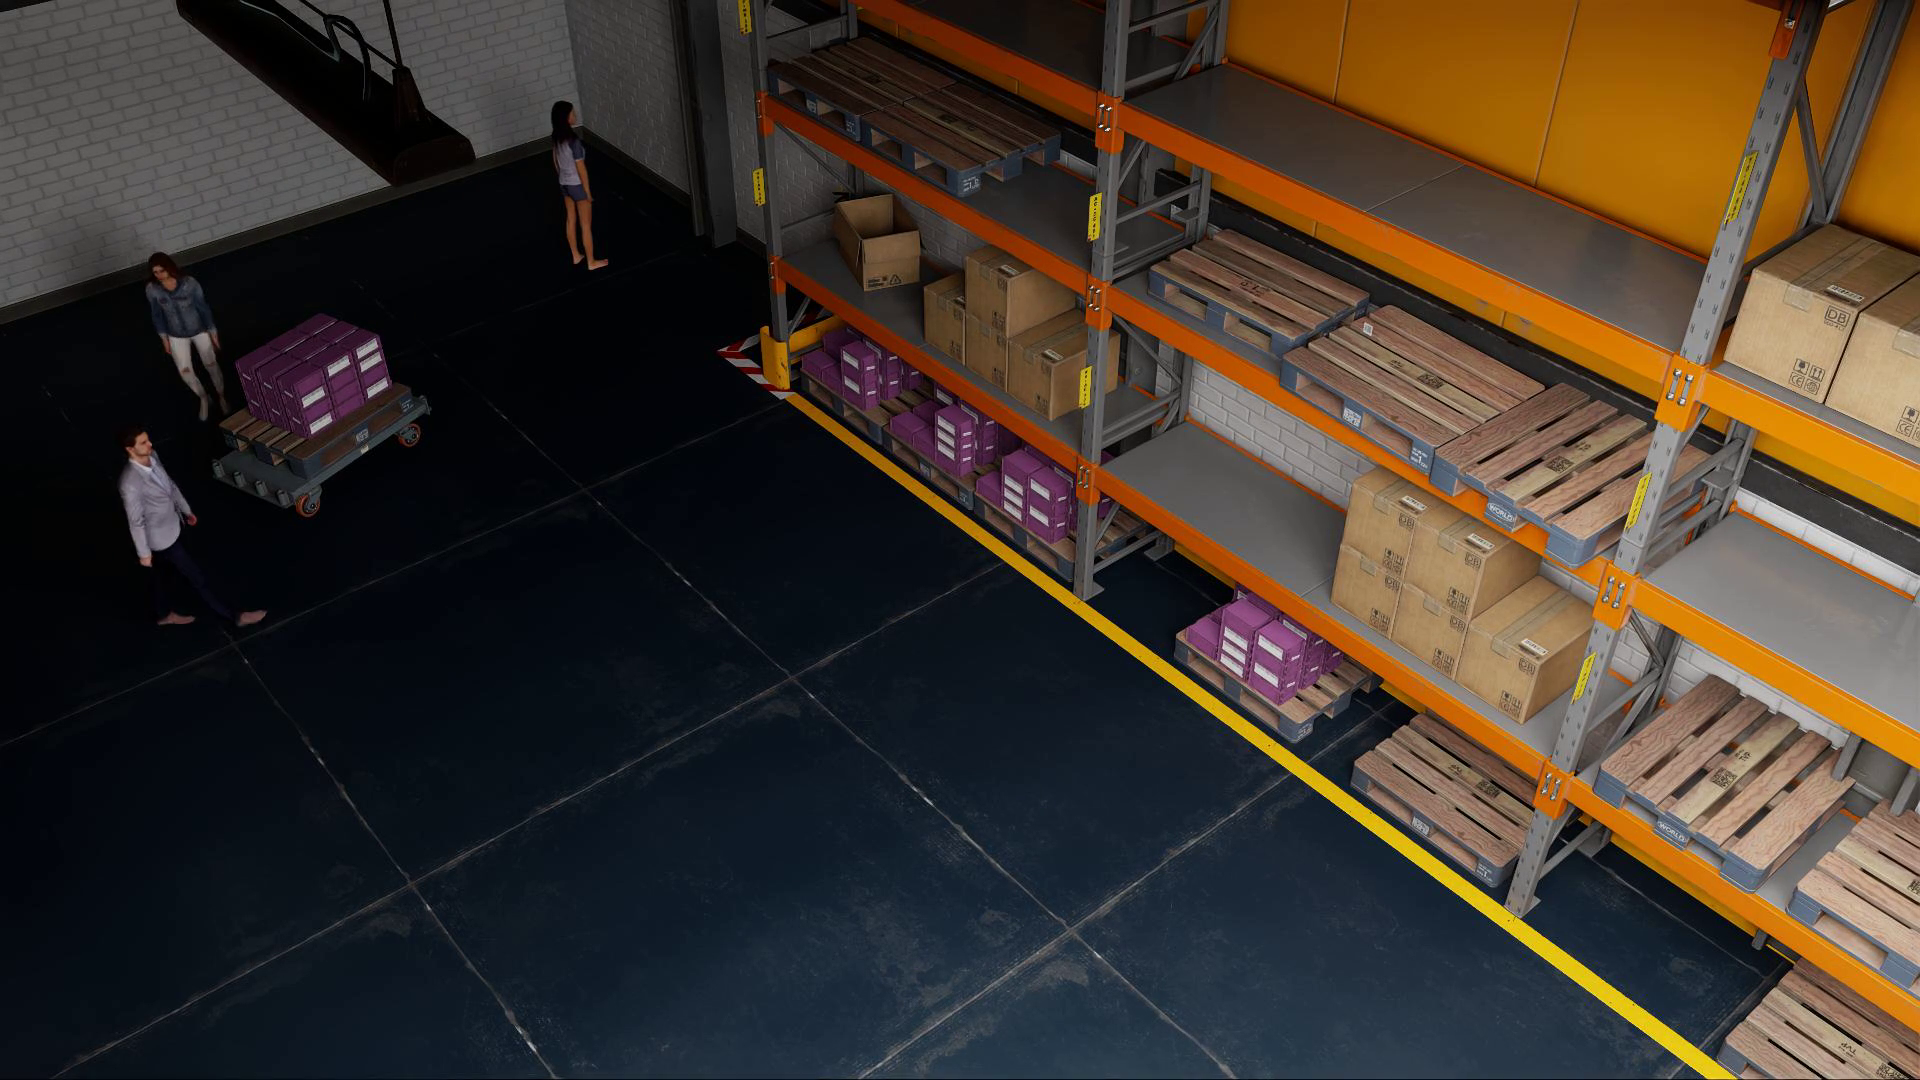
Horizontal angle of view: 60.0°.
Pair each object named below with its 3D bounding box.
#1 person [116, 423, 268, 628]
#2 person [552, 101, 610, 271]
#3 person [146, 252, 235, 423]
[{"bbox_3d":[-5.883,-0.053,12.085,1.148,1.816,1.179,-4,39,-5],"label":"person"},{"bbox_3d":[-3.820,-3.515,16.488,0.496,1.731,0.674,29,47,31],"label":"person"},{"bbox_3d":[-6.674,-1.813,14.397,0.729,1.680,0.713,-15,41,-18],"label":"person"}]
